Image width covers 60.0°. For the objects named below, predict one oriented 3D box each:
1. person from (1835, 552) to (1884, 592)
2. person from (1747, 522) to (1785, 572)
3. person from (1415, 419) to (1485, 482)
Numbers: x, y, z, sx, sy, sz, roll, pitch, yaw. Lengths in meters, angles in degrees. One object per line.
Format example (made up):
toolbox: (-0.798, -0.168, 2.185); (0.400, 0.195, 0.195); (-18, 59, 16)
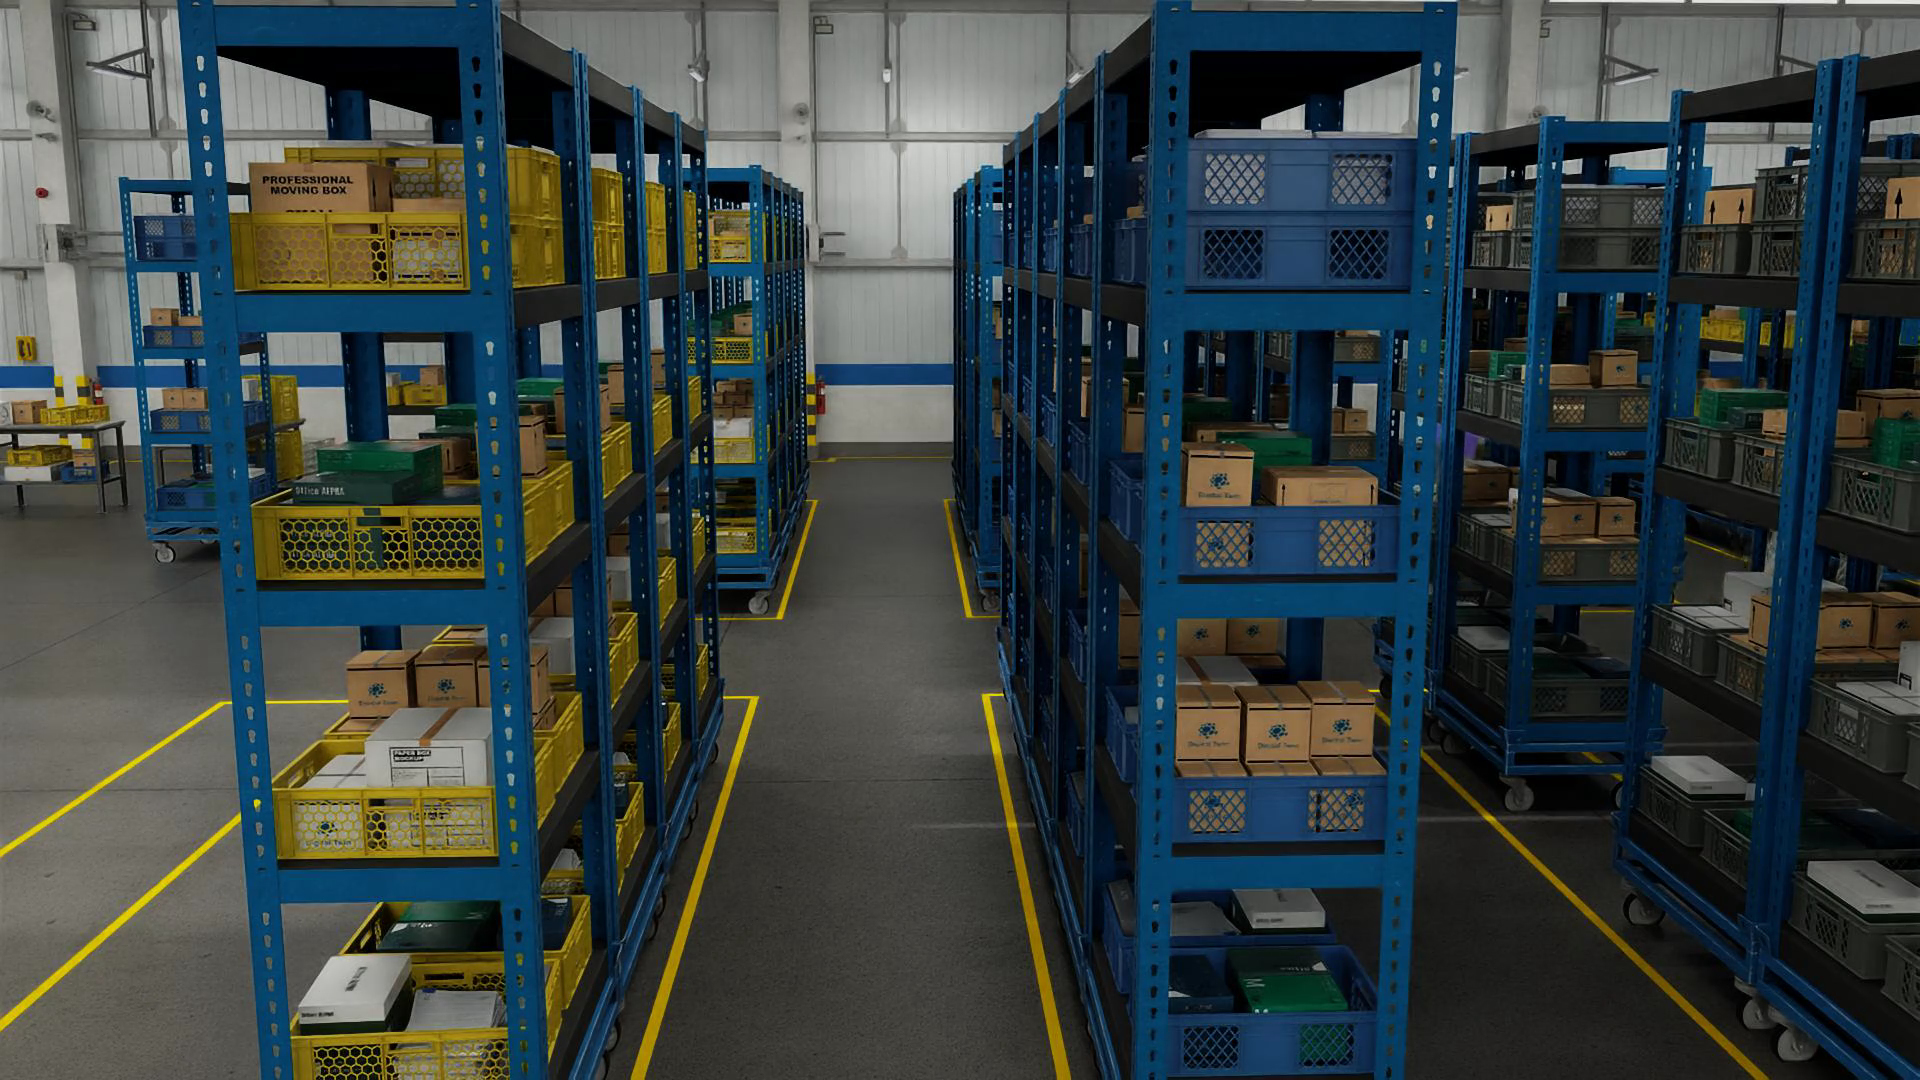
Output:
person: (6.697, -0.086, 12.250); (0.590, 1.837, 0.404); (-4, 11, -24)
person: (6.608, -0.294, 13.145); (0.976, 1.933, 0.603); (-5, 11, -26)
person: (4.284, -0.520, 14.746); (0.597, 1.820, 0.762); (-2, 10, -10)
